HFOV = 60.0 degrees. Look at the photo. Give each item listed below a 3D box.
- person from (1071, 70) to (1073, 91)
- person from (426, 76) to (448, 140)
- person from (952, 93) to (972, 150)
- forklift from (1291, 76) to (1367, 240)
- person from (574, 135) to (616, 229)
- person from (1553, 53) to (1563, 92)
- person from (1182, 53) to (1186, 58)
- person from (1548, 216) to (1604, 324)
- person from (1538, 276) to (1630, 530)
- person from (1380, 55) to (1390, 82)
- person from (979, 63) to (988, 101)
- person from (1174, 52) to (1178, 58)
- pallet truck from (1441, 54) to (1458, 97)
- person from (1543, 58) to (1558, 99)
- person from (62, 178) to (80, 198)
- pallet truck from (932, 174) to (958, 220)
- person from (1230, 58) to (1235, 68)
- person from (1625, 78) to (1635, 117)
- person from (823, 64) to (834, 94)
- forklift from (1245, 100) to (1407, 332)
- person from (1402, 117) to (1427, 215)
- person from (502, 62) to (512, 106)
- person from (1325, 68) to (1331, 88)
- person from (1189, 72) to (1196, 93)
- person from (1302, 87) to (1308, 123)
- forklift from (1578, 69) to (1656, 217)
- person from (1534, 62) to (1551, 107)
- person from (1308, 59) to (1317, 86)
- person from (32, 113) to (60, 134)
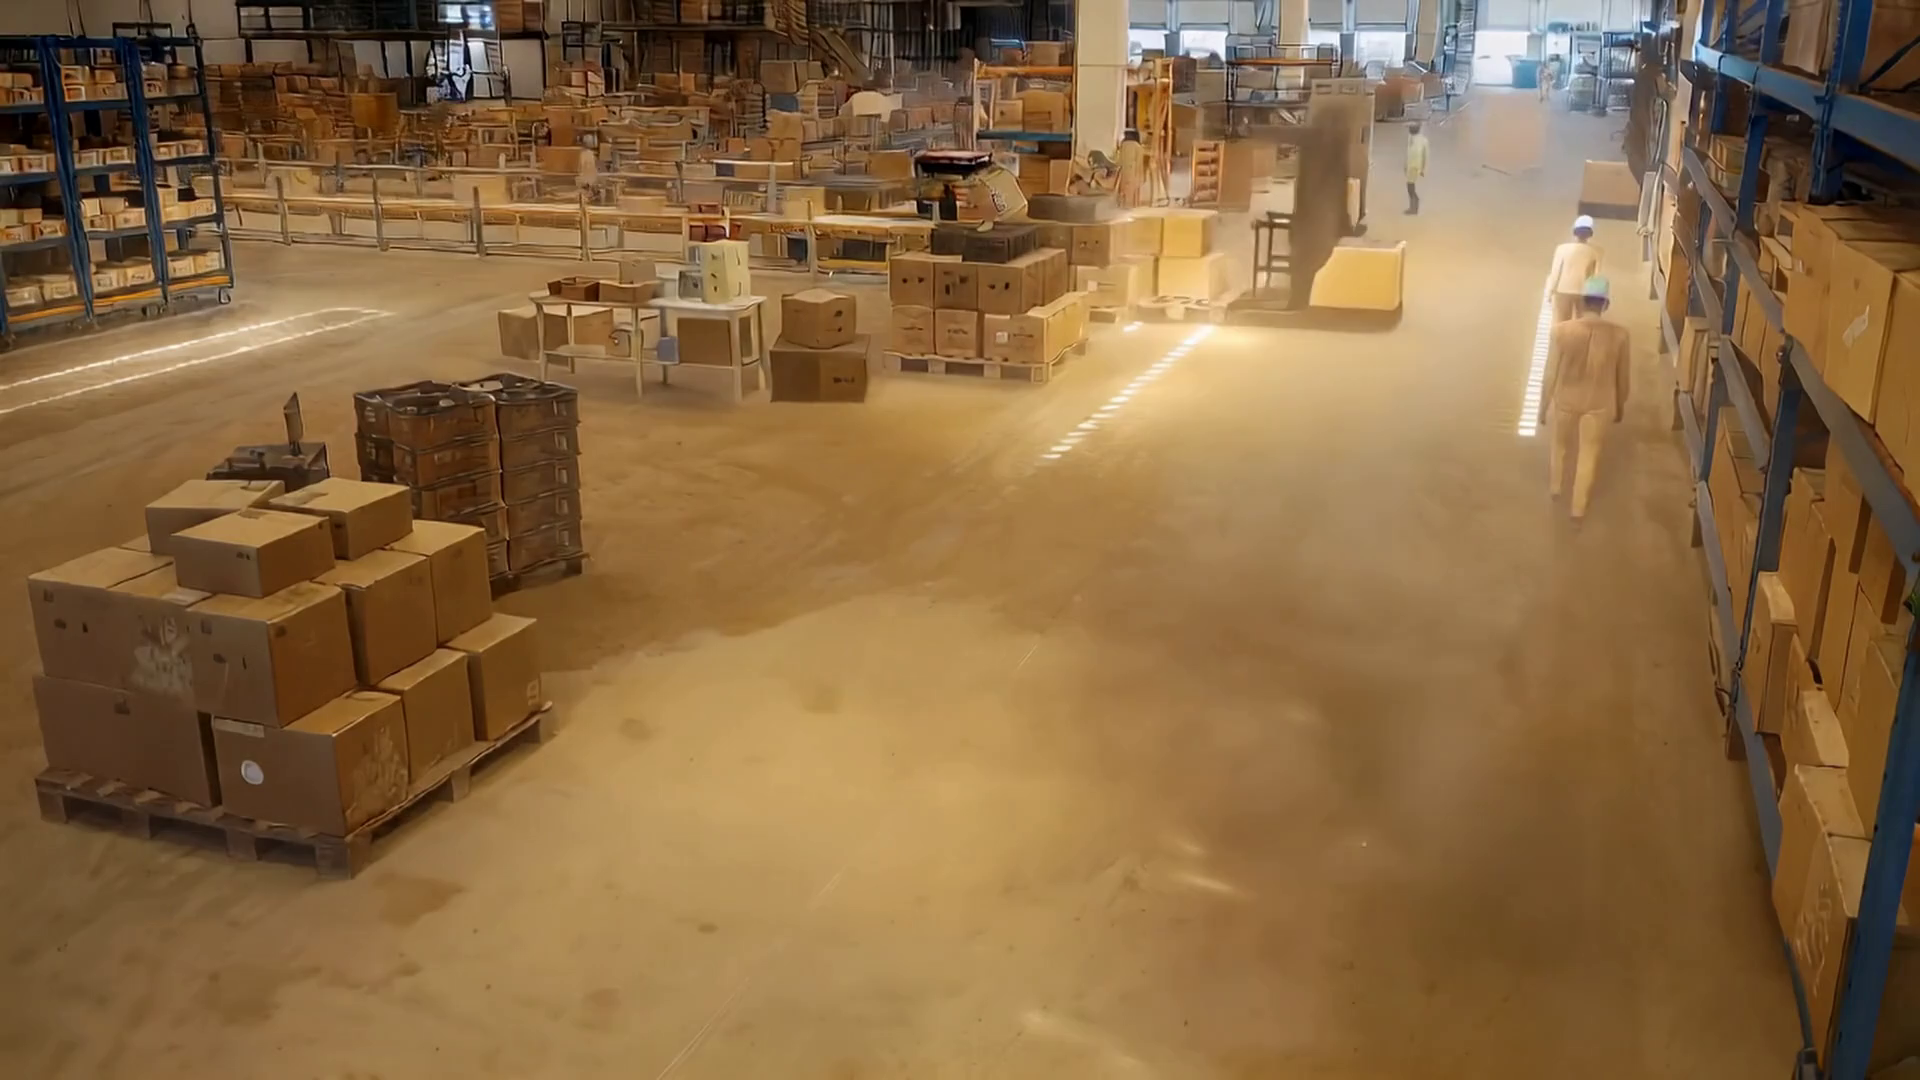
[{"bbox_3d":[3.965,-15.641,58.885,0.816,1.907,0.550,3,18,8],"label":"person"},{"bbox_3d":[-16.449,-13.639,52.483,0.660,1.963,1.063,-11,21,-30],"label":"person"},{"bbox_3d":[0.069,-11.170,45.006,0.595,1.803,0.805,7,19,22],"label":"person"},{"bbox_3d":[6.598,-6.755,29.381,1.129,2.768,1.873,6,19,19],"label":"forklift"},{"bbox_3d":[-6.904,-6.676,31.018,0.893,1.720,0.535,3,18,8],"label":"person"},{"bbox_3d":[30.088,-23.520,83.652,0.588,1.904,0.721,-9,20,-26],"label":"person"},{"bbox_3d":[12.214,-25.366,89.561,0.653,1.829,0.443,7,19,20],"label":"person"},{"bbox_3d":[6.927,-2.778,18.769,0.543,1.724,0.896,5,18,17],"label":"person"},{"bbox_3d":[4.946,-1.116,13.190,0.651,1.933,1.040,7,19,20],"label":"person"},{"bbox_3d":[20.698,-22.657,81.034,0.429,1.844,0.627,-1,18,-3],"label":"person"},{"bbox_3d":[0.855,-17.903,65.921,0.560,1.945,0.625,9,20,27],"label":"person"},{"bbox_3d":[10.828,-23.477,83.482,0.570,1.926,0.607,-6,19,-18],"label":"person"},{"bbox_3d":[22.765,-21.886,78.355,0.823,1.965,1.885,-4,18,-14],"label":"pallet truck"},{"bbox_3d":[27.173,-21.267,76.675,0.665,1.851,1.065,9,20,25],"label":"person"},{"bbox_3d":[-14.732,-5.556,27.202,0.629,1.892,0.837,-10,20,-28],"label":"person"},{"bbox_3d":[-0.507,-5.292,27.348,0.653,1.274,1.630,6,19,19],"label":"pallet truck"},{"bbox_3d":[12.779,-21.588,77.680,0.419,1.831,0.551,-14,22,-37],"label":"person"},{"bbox_3d":[25.488,-16.883,62.566,0.537,2.000,0.697,2,18,7],"label":"person"},{"bbox_3d":[-5.277,-18.136,66.787,0.675,1.892,0.765,15,23,38],"label":"person"},{"bbox_3d":[4.740,-4.158,21.220,1.873,2.768,1.129,6,19,19],"label":"forklift"},{"bbox_3d":[8.981,-7.419,33.022,0.471,1.916,0.580,-6,19,-19],"label":"person"},{"bbox_3d":[-19.423,-19.528,71.194,0.340,1.846,0.513,10,20,28],"label":"person"},{"bbox_3d":[13.719,-16.683,62.217,0.314,1.869,0.537,-8,19,-23],"label":"person"},{"bbox_3d":[8.220,-15.372,58.080,0.995,1.890,0.565,11,21,31],"label":"person"},{"bbox_3d":[11.183,-14.040,54.320,0.335,1.621,0.500,16,23,40],"label":"person"},{"bbox_3d":[13.219,-7.740,32.475,1.873,2.768,1.129,6,19,18],"label":"forklift"},{"bbox_3d":[24.693,-19.314,70.538,0.579,1.831,0.978,-1,18,-3],"label":"person"},{"bbox_3d":[16.193,-21.213,76.360,0.439,1.922,0.657,9,20,27],"label":"person"},{"bbox_3d":[-23.521,-10.548,42.961,0.669,1.854,0.988,4,18,12],"label":"person"}]
